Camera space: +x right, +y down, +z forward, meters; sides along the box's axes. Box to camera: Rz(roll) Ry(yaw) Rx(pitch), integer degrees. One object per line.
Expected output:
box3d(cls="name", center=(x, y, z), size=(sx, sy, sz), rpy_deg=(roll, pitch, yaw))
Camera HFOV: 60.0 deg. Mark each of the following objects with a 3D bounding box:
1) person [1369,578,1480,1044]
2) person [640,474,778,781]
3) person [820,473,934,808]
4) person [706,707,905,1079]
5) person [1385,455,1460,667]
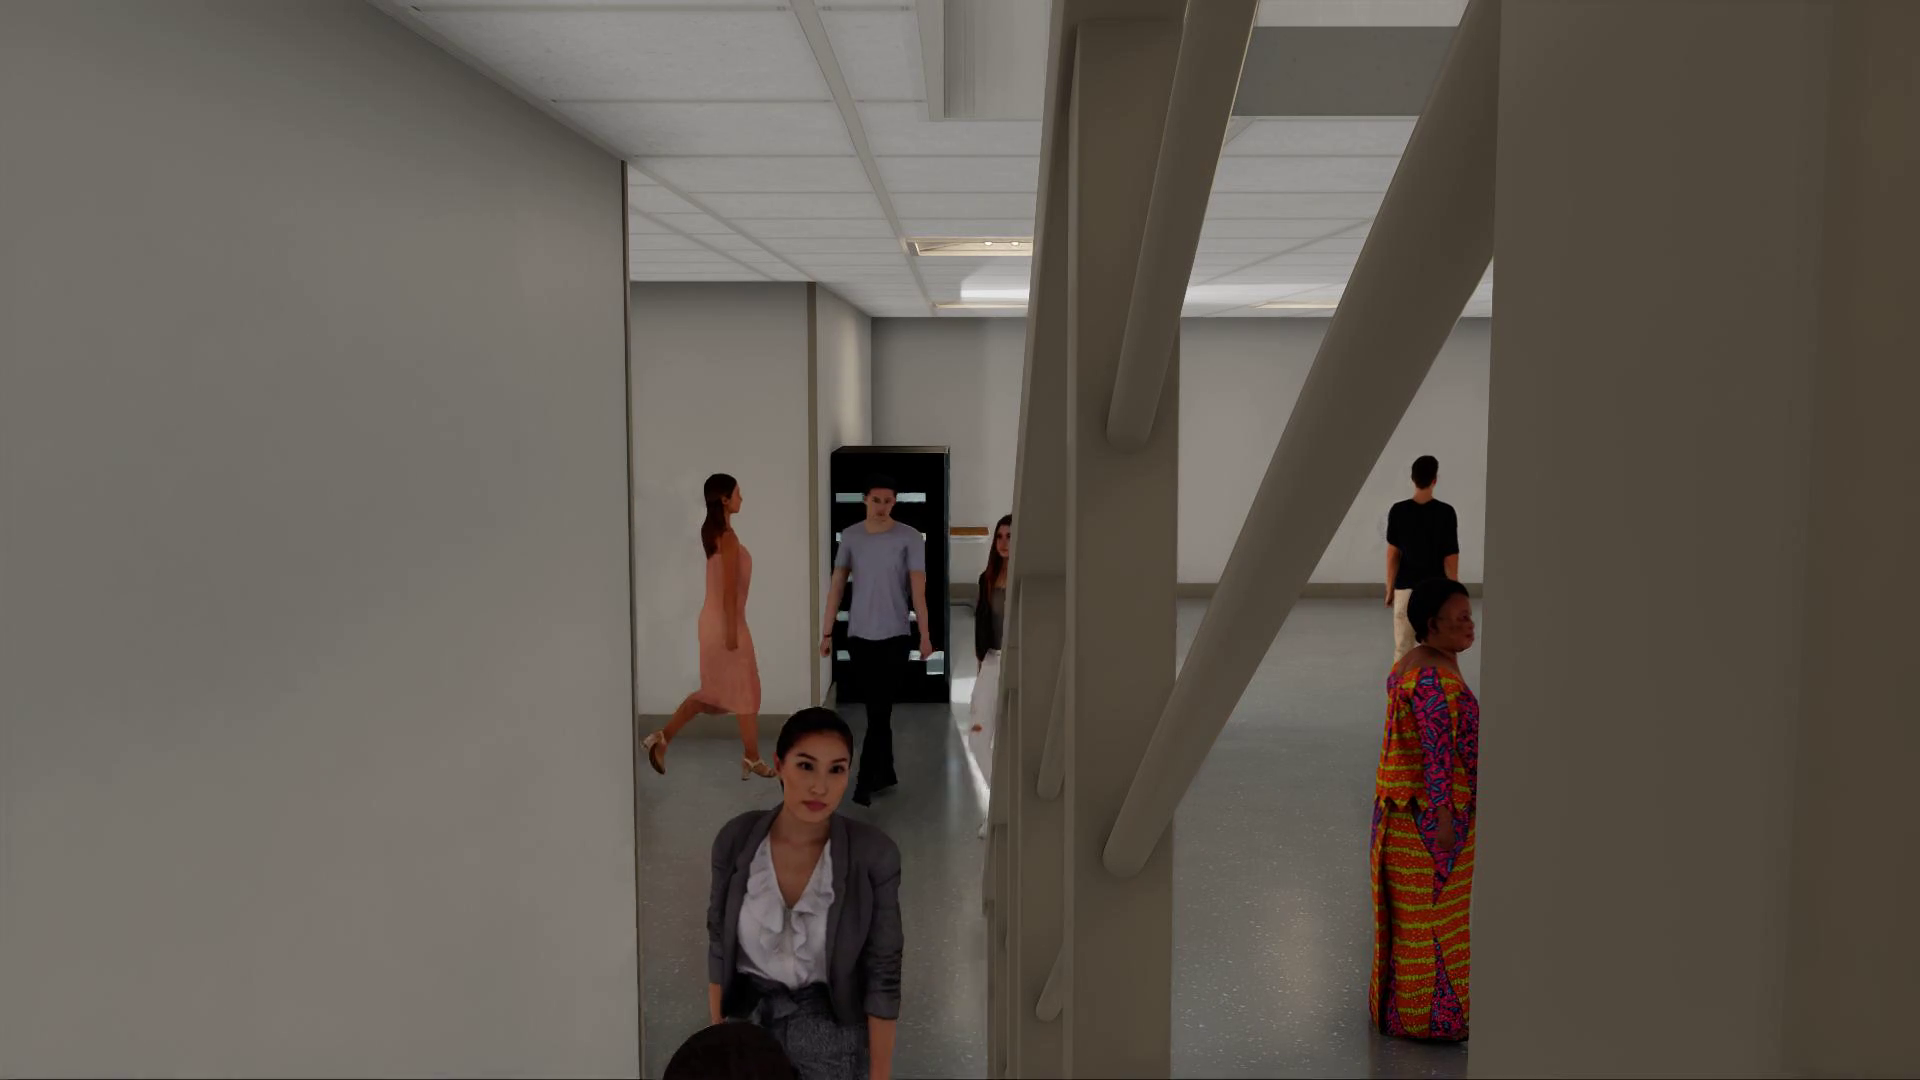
box3d(cls="person", center=(1.730, 0.950, 6.092), size=(0.716, 1.681, 0.598), rpy_deg=(0, 6, 4))
box3d(cls="person", center=(-1.455, 0.537, 9.639), size=(0.983, 1.807, 1.061), rpy_deg=(-3, 7, -29))
box3d(cls="person", center=(-0.415, 0.554, 9.353), size=(0.997, 1.830, 1.173), rpy_deg=(3, 6, 24))
box3d(cls="person", center=(-0.346, 1.197, 3.901), size=(0.728, 1.643, 0.913), rpy_deg=(1, 6, 12))
box3d(cls="person", center=(3.106, 0.355, 11.192), size=(0.699, 1.858, 0.667), rpy_deg=(2, 6, 23))
